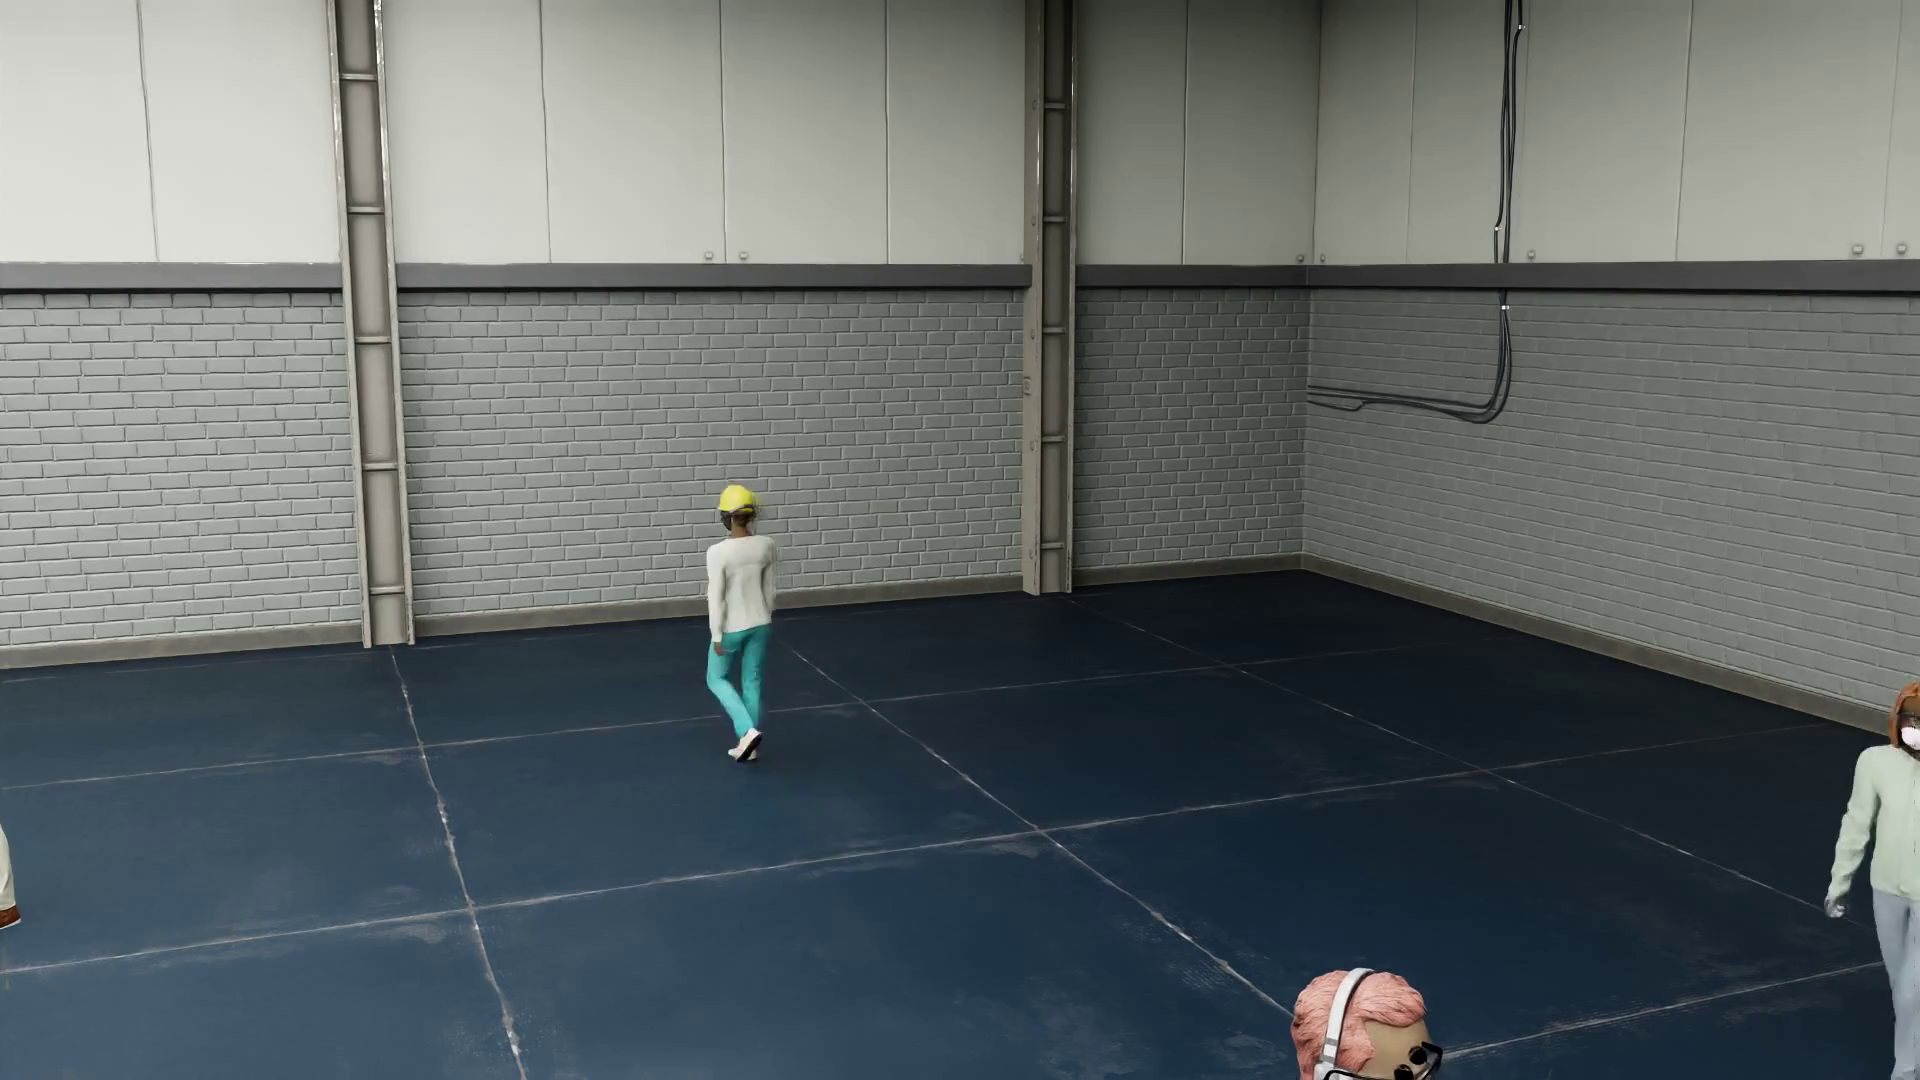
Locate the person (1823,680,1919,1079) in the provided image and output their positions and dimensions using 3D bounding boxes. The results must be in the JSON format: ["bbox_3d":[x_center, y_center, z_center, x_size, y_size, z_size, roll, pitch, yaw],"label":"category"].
[{"bbox_3d":[3.349,1.294,5.917,0.629,1.607,0.516,-5,11,-30],"label":"person"}]

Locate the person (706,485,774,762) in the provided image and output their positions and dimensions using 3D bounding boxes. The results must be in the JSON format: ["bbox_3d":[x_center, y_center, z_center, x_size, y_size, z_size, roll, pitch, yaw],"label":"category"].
[{"bbox_3d":[-1.339,0.533,10.275,0.530,1.754,0.431,-8,12,-41],"label":"person"}]

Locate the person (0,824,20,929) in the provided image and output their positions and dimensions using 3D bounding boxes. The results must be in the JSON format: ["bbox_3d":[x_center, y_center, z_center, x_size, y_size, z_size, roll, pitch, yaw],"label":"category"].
[{"bbox_3d":[-4.613,0.899,7.648,0.515,1.865,0.313,7,11,38],"label":"person"}]

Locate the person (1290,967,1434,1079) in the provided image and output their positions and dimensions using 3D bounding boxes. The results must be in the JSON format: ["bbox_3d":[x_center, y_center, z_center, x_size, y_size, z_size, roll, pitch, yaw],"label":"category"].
[{"bbox_3d":[0.656,1.641,2.825,0.406,1.911,0.639,5,10,28],"label":"person"}]
